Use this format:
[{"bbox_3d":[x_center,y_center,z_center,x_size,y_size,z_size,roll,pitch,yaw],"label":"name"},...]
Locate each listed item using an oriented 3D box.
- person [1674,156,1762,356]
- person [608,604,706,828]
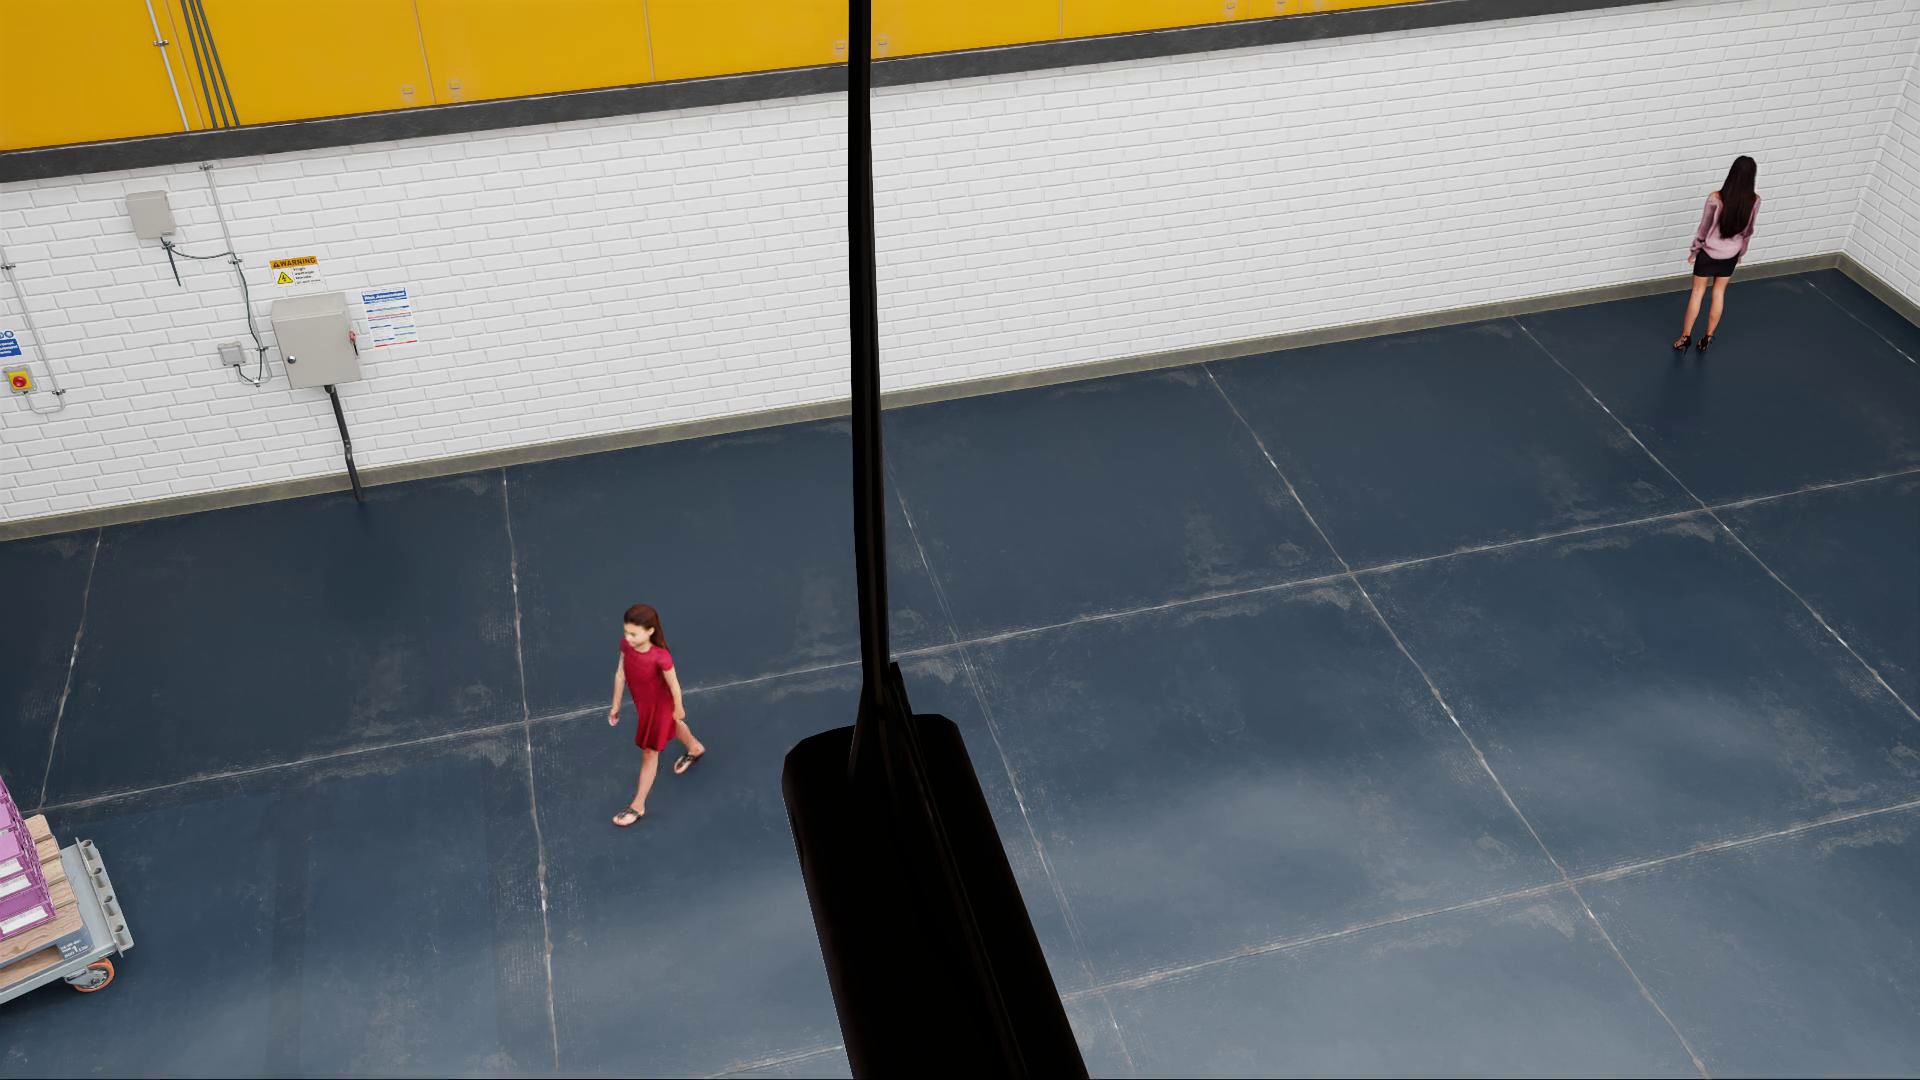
[{"bbox_3d":[6.417,-2.396,14.088,0.691,1.810,0.650,3,39,4],"label":"person"},{"bbox_3d":[-1.821,0.944,10.149,1.036,1.506,1.024,24,45,27],"label":"person"}]
